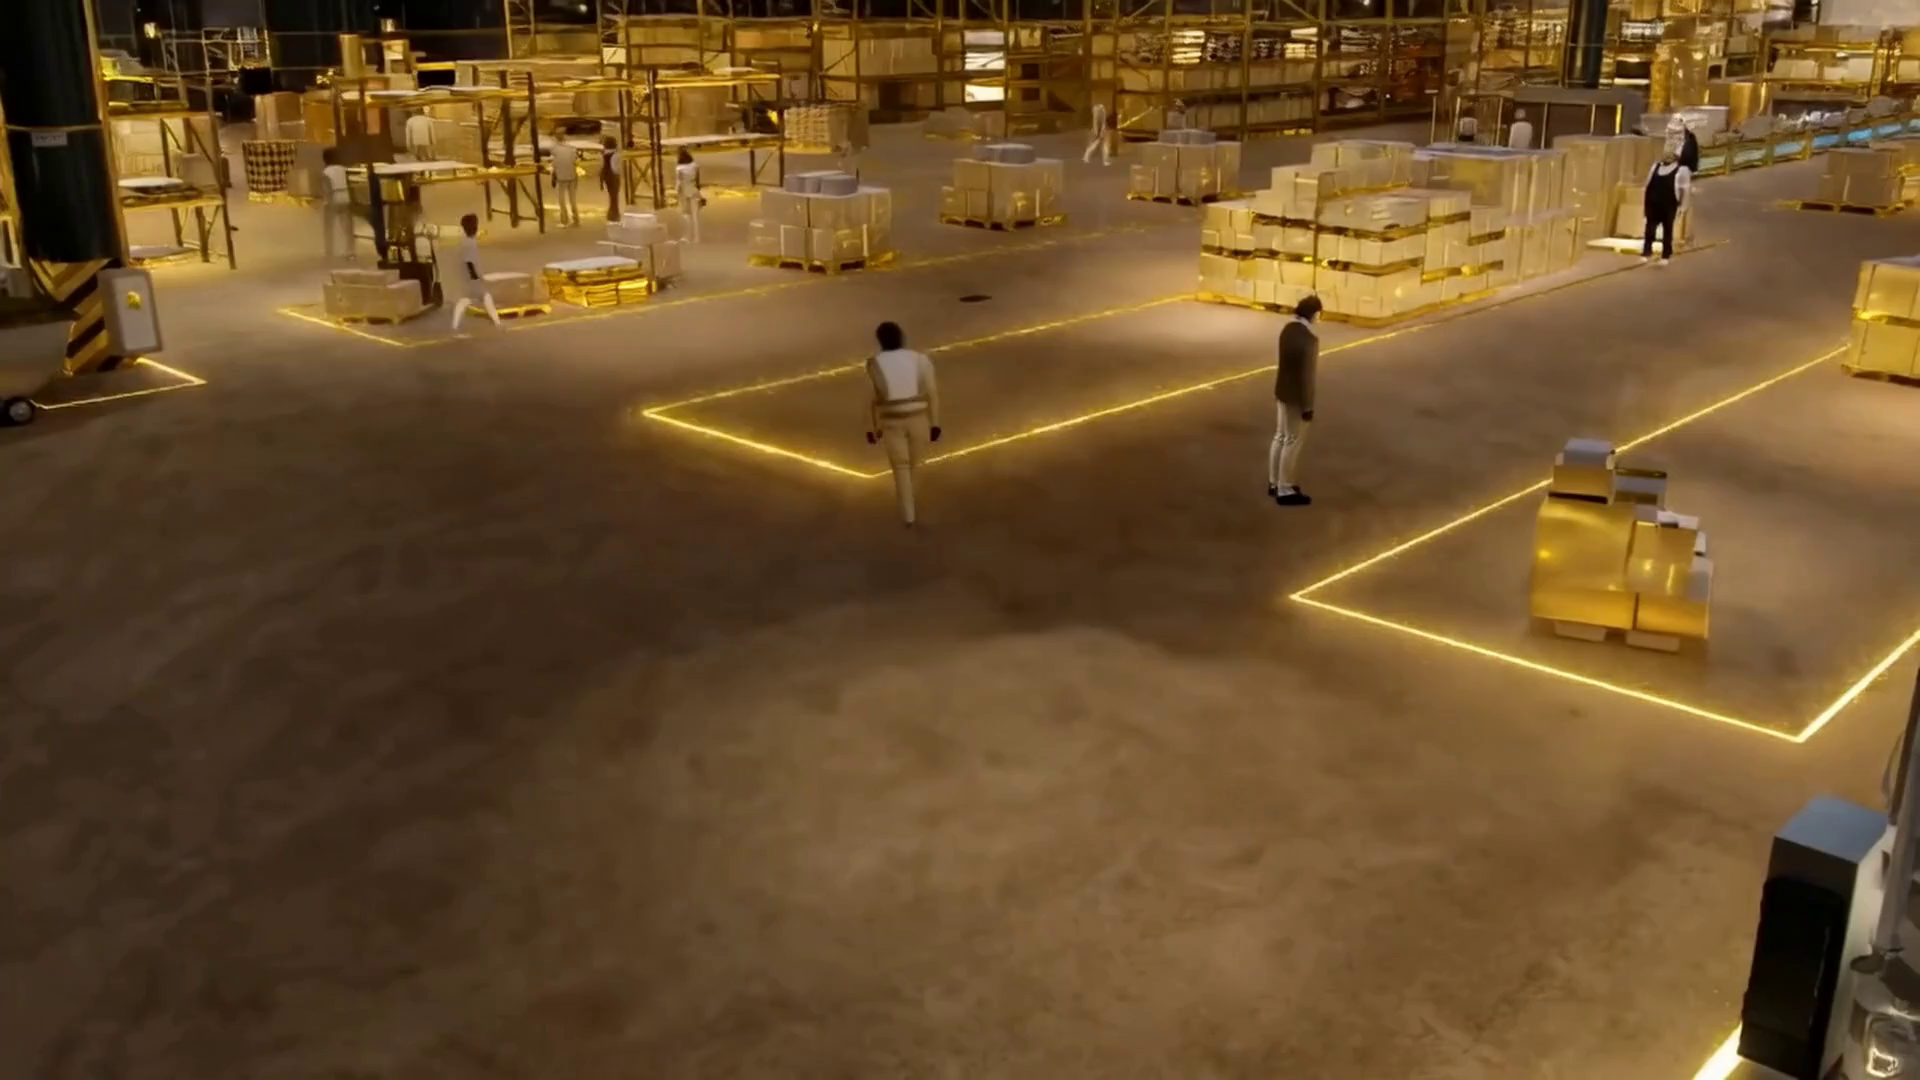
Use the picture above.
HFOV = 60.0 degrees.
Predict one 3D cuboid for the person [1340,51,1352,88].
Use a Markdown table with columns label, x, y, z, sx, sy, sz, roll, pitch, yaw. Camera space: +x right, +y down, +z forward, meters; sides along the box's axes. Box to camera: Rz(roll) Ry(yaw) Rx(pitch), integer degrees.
| label | x | y | z | sx | sy | sz | roll | pitch | yaw |
| --- | --- | --- | --- | --- | --- | --- | --- | --- | --- |
| person | 17.734 | -21.581 | 76.468 | 0.628 | 1.814 | 0.598 | -16 | 24 | -39 |

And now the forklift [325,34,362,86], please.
| label | x | y | z | sx | sy | sz | roll | pitch | yaw |
| --- | --- | --- | --- | --- | --- | --- | --- | --- | --- |
| forklift | -23.663 | -18.232 | 64.712 | 1.129 | 2.768 | 1.873 | 17 | 25 | 41 |

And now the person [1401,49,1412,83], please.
| label | x | y | z | sx | sy | sz | roll | pitch | yaw |
| --- | --- | --- | --- | --- | --- | --- | --- | --- | --- |
| person | 20.173 | -21.260 | 75.345 | 0.656 | 1.916 | 0.560 | -14 | 23 | -36 |

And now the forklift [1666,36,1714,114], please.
| label | x | y | z | sx | sy | sz | roll | pitch | yaw |
| --- | --- | --- | --- | --- | --- | --- | --- | --- | --- |
| forklift | 27.341 | -17.291 | 61.877 | 1.129 | 2.768 | 1.873 | 17 | 25 | 41 |

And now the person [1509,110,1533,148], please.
| label | x | y | z | sx | sy | sz | roll | pitch | yaw |
| --- | --- | --- | --- | --- | --- | --- | --- | --- | --- |
| person | 13.231 | -9.270 | 39.427 | 0.620 | 1.779 | 0.943 | -5 | 19 | -15 |

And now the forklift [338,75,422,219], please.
| label | x | y | z | sx | sy | sz | roll | pitch | yaw |
| --- | --- | --- | --- | --- | --- | --- | --- | --- | --- |
| forklift | -12.138 | -8.120 | 34.247 | 1.873 | 2.768 | 1.129 | 17 | 25 | 41 |

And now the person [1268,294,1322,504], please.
| label | x | y | z | sx | sy | sz | roll | pitch | yaw |
| --- | --- | --- | --- | --- | --- | --- | --- | --- | --- |
| person | 3.066 | -1.282 | 15.151 | 0.389 | 1.925 | 0.626 | -3 | 19 | -9 |

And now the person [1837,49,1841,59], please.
| label | x | y | z | sx | sy | sz | roll | pitch | yaw |
| --- | --- | --- | --- | --- | --- | --- | --- | --- | --- |
| person | 41.197 | -22.274 | 78.297 | 0.413 | 1.985 | 0.611 | 14 | 23 | 36 |

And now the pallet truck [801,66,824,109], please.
| label | x | y | z | sx | sy | sz | roll | pitch | yaw |
| --- | --- | --- | --- | --- | --- | --- | --- | --- | --- |
| pallet truck | -4.812 | -15.182 | 56.903 | 0.823 | 1.965 | 1.885 | -9 | 21 | -26 |

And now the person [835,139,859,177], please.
| label | x | y | z | sx | sy | sz | roll | pitch | yaw |
| --- | --- | --- | --- | --- | --- | --- | --- | --- | --- |
| person | -2.071 | -6.573 | 31.205 | 0.530 | 1.849 | 0.701 | -10 | 21 | -27 |

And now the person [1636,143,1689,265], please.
| label | x | y | z | sx | sy | sz | roll | pitch | yaw |
| --- | --- | --- | --- | --- | --- | --- | --- | --- | --- |
| person | 11.945 | -5.710 | 28.297 | 0.536 | 2.000 | 0.672 | -17 | 25 | -41 |

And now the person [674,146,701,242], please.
| label | x | y | z | sx | sy | sz | roll | pitch | yaw |
| --- | --- | --- | --- | --- | --- | --- | --- | --- | --- |
| person | -5.084 | -6.425 | 30.915 | 0.492 | 1.742 | 0.321 | -15 | 24 | -39 |

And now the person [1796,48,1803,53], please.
| label | x | y | z | sx | sy | sz | roll | pitch | yaw |
| --- | --- | --- | --- | --- | --- | --- | --- | --- | --- |
| person | 41.934 | -23.815 | 83.124 | 0.689 | 1.888 | 1.017 | -6 | 19 | -18 |

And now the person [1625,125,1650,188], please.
| label | x | y | z | sx | sy | sz | roll | pitch | yaw |
| --- | --- | --- | --- | --- | --- | --- | --- | --- | --- |
| person | 14.714 | -8.128 | 36.066 | 0.700 | 1.722 | 0.605 | 12 | 22 | 33 |

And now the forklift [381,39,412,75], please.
| label | x | y | z | sx | sy | sz | roll | pitch | yaw |
| --- | --- | --- | --- | --- | --- | --- | --- | --- | --- |
| forklift | -19.673 | -16.114 | 58.329 | 1.873 | 2.768 | 1.129 | 17 | 25 | 41 |

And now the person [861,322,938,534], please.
| label | x | y | z | sx | sy | sz | roll | pitch | yaw |
| --- | --- | --- | --- | --- | --- | --- | --- | --- | --- |
| person | -0.540 | -1.006 | 14.510 | 0.658 | 1.796 | 0.844 | -5 | 19 | -15 |

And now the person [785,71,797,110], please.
| label | x | y | z | sx | sy | sz | roll | pitch | yaw |
| --- | --- | --- | --- | --- | --- | --- | --- | --- | --- |
| person | -6.230 | -16.526 | 61.524 | 0.413 | 1.624 | 0.538 | -16 | 24 | -40 |

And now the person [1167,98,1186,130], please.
| label | x | y | z | sx | sy | sz | roll | pitch | yaw |
| --- | --- | --- | --- | --- | --- | --- | --- | --- | --- |
| person | 5.417 | -10.127 | 41.791 | 0.551 | 1.922 | 0.515 | -6 | 19 | -17 |

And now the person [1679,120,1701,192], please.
| label | x | y | z | sx | sy | sz | roll | pitch | yaw |
| --- | --- | --- | --- | --- | --- | --- | --- | --- | --- |
| person | 14.782 | -7.521 | 33.821 | 0.376 | 1.997 | 0.612 | 6 | 19 | 17 |

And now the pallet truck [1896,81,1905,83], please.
| label | x | y | z | sx | sy | sz | roll | pitch | yaw |
| --- | --- | --- | --- | --- | --- | --- | --- | --- | --- |
| pallet truck | 34.802 | -16.331 | 61.455 | 0.653 | 1.274 | 1.630 | 17 | 25 | 41 |

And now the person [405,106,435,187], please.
| label | x | y | z | sx | sy | sz | roll | pitch | yaw |
| --- | --- | --- | --- | --- | --- | --- | --- | --- | --- |
| person | -12.903 | -9.431 | 39.709 | 0.650 | 1.905 | 0.847 | -9 | 21 | -26 |

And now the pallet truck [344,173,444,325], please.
| label | x | y | z | sx | sy | sz | roll | pitch | yaw |
| --- | --- | --- | --- | --- | --- | --- | --- | --- | --- |
| pallet truck | -8.209 | -4.181 | 23.757 | 0.823 | 1.965 | 1.885 | 3 | 19 | 9 |

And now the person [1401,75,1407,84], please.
| label | x | y | z | sx | sy | sz | roll | pitch | yaw |
| --- | --- | --- | --- | --- | --- | --- | --- | --- | --- |
| person | 21.015 | -22.172 | 78.544 | 0.382 | 1.633 | 0.540 | 16 | 24 | 40 |

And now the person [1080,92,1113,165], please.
| label | x | y | z | sx | sy | sz | roll | pitch | yaw |
| --- | --- | --- | --- | --- | --- | --- | --- | --- | --- |
| person | 3.658 | -10.930 | 44.187 | 0.800 | 1.939 | 0.620 | -5 | 19 | -14 |

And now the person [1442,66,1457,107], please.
| label | x | y | z | sx | sy | sz | roll | pitch | yaw |
| --- | --- | --- | --- | --- | --- | --- | --- | --- | --- |
| person | 19.417 | -17.988 | 65.991 | 0.526 | 1.581 | 0.860 | 16 | 24 | 40 |

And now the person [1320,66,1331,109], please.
| label | x | y | z | sx | sy | sz | roll | pitch | yaw |
| --- | --- | --- | --- | --- | --- | --- | --- | --- | --- |
| person | 13.174 | -16.201 | 60.208 | 1.005 | 1.859 | 0.654 | -12 | 22 | -32 |

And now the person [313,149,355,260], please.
| label | x | y | z | sx | sy | sz | roll | pitch | yaw |
| --- | --- | --- | --- | --- | --- | --- | --- | --- | --- |
| person | -10.926 | -5.824 | 28.895 | 0.876 | 1.870 | 0.628 | 5 | 19 | 15 |

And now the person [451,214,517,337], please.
| label | x | y | z | sx | sy | sz | roll | pitch | yaw |
| --- | --- | --- | --- | --- | --- | --- | --- | --- | --- |
| person | -6.517 | -3.554 | 22.405 | 0.886 | 1.641 | 0.551 | 0 | 18 | -1 |

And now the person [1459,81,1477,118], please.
| label | x | y | z | sx | sy | sz | roll | pitch | yaw |
| --- | --- | --- | --- | --- | --- | --- | --- | --- | --- |
| person | 16.512 | -14.050 | 54.034 | 0.547 | 1.648 | 0.867 | 5 | 19 | 14 |

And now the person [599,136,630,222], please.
| label | x | y | z | sx | sy | sz | roll | pitch | yaw |
| --- | --- | --- | --- | --- | --- | --- | --- | --- | --- |
| person | -6.726 | -6.980 | 32.519 | 0.552 | 1.781 | 0.994 | 7 | 20 | 20 |

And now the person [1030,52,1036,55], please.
| label | x | y | z | sx | sy | sz | roll | pitch | yaw |
| --- | --- | --- | --- | --- | --- | --- | --- | --- | --- |
| person | 3.420 | -21.936 | 77.253 | 0.629 | 1.992 | 1.018 | -13 | 23 | -35 |

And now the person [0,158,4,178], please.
| label | x | y | z | sx | sy | sz | roll | pitch | yaw |
| --- | --- | --- | --- | --- | --- | --- | --- | --- | --- |
| person | -22.023 | -8.705 | 37.979 | 0.683 | 1.619 | 0.523 | 8 | 20 | 22 |

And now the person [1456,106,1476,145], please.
| label | x | y | z | sx | sy | sz | roll | pitch | yaw |
| --- | --- | --- | --- | --- | --- | --- | --- | --- | --- |
| person | 12.840 | -10.203 | 42.390 | 0.535 | 1.669 | 0.741 | -3 | 19 | -8 |

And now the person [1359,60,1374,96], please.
| label | x | y | z | sx | sy | sz | roll | pitch | yaw |
| --- | --- | --- | --- | --- | --- | --- | --- | --- | --- |
| person | 17.778 | -20.304 | 72.477 | 0.868 | 1.902 | 0.657 | -17 | 25 | -41 |

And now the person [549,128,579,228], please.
| label | x | y | z | sx | sy | sz | roll | pitch | yaw |
| --- | --- | --- | --- | --- | --- | --- | --- | --- | --- |
| person | -7.771 | -7.111 | 32.692 | 0.587 | 1.930 | 0.363 | -14 | 23 | -36 |

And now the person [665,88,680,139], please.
| label | x | y | z | sx | sy | sz | roll | pitch | yaw |
| --- | --- | --- | --- | --- | --- | --- | --- | --- | --- |
| person | -8.823 | -13.155 | 51.006 | 0.521 | 1.865 | 0.327 | 6 | 19 | 19 |
